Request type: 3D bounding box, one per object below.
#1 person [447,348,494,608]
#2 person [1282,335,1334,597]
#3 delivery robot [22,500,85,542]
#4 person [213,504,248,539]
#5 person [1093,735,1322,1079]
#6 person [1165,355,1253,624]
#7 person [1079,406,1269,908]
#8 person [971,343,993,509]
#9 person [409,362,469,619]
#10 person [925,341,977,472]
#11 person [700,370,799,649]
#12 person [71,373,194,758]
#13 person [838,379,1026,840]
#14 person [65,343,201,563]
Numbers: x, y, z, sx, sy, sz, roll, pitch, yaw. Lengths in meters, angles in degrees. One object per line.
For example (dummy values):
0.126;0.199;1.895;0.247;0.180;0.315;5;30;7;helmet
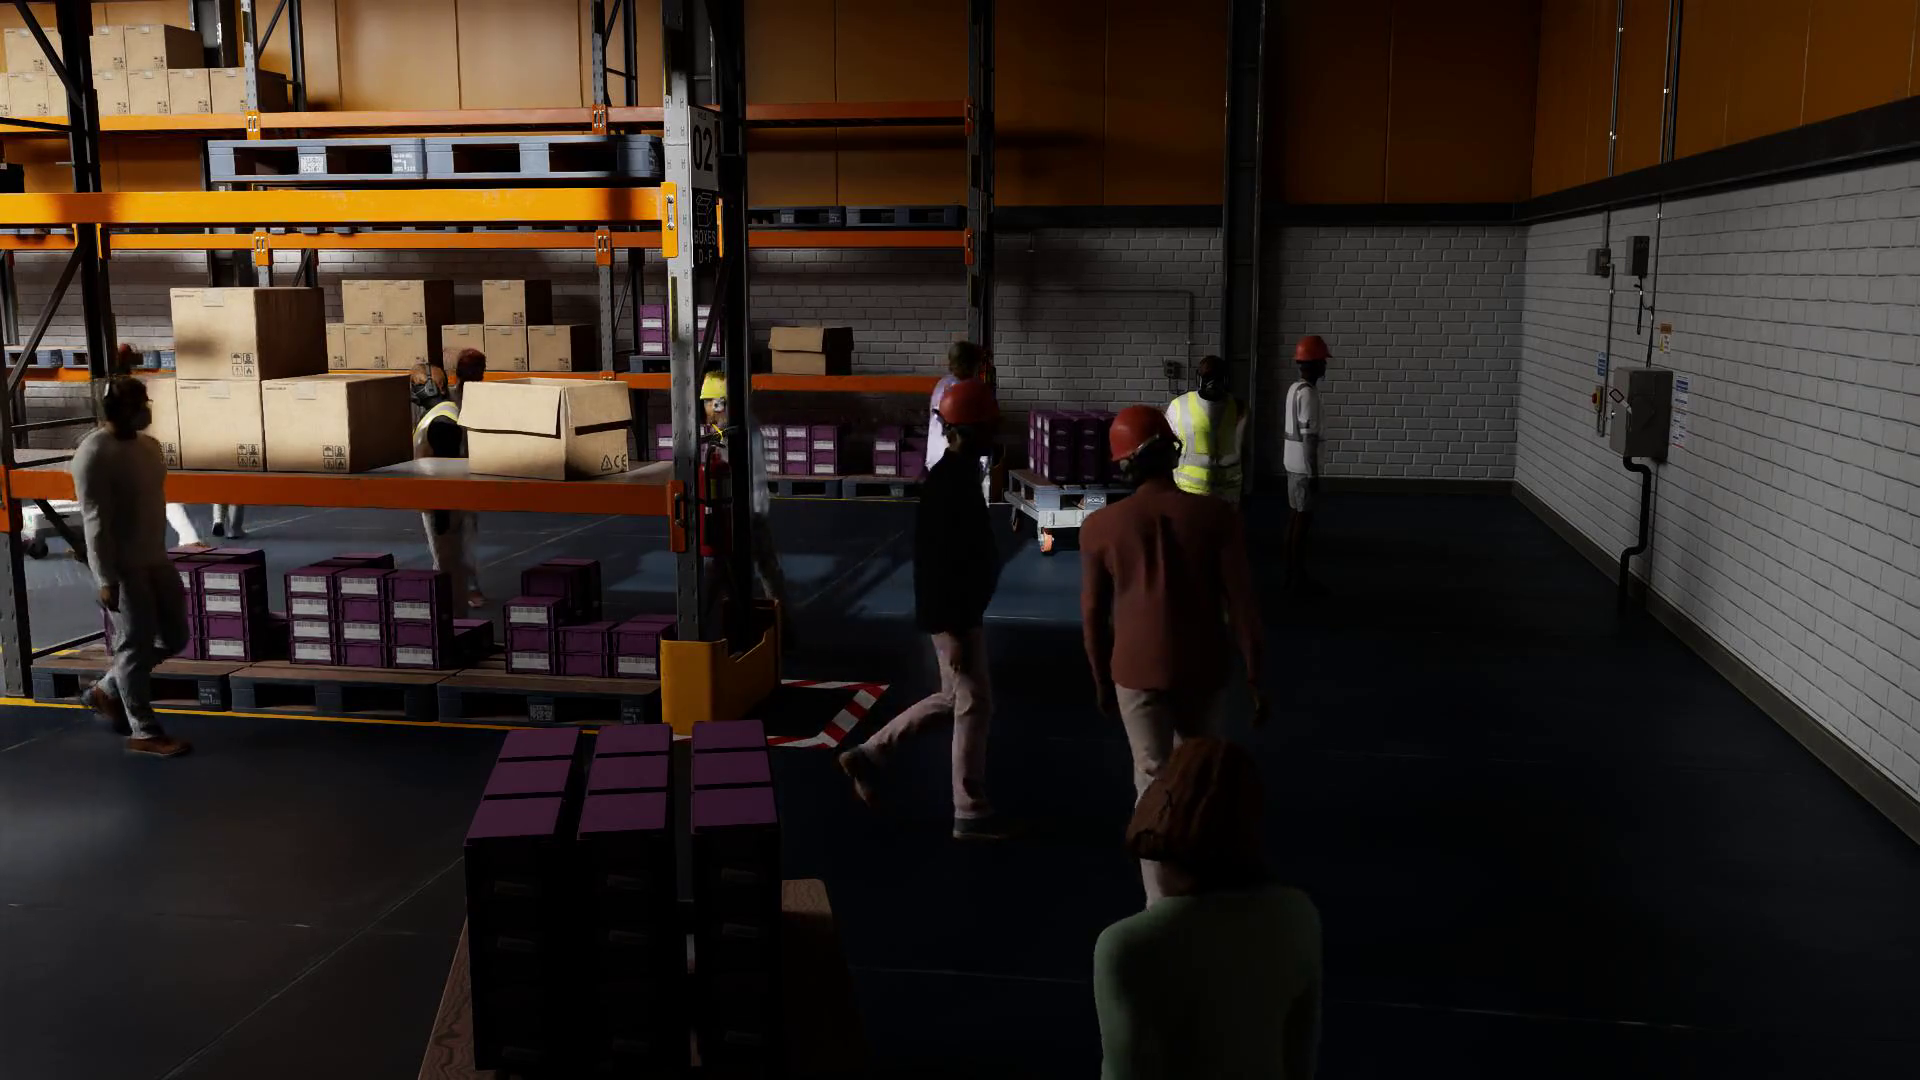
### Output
-3.500;-0.444;11.994;0.785;1.857;0.598;6;11;31;person
2.601;-0.553;12.423;0.349;1.940;0.551;0;9;0;person
-7.619;-0.196;14.204;0.707;0.478;0.477;-8;12;-41;delivery robot
-6.542;-0.955;15.067;0.588;1.891;0.455;-1;9;-6;person
0.453;1.153;2.883;0.517;1.597;0.487;-4;10;-26;person
1.705;-0.338;11.401;0.627;1.844;0.429;-1;9;-6;person
0.772;0.478;6.098;0.672;1.913;1.011;0;9;3;person
0.037;-0.554;12.637;0.377;1.892;0.715;-5;10;-26;person
-3.359;-0.222;10.708;0.429;1.837;0.629;-4;10;-22;person
-0.052;-0.487;12.096;0.453;1.916;0.687;-2;9;-12;person
-1.462;-0.178;10.586;0.968;1.779;0.617;4;10;21;person
-4.130;0.135;8.214;0.530;1.923;0.632;1;9;9;person
-0.114;0.305;7.013;0.712;1.975;0.627;0;9;-3;person
-6.853;-0.713;13.785;1.036;1.829;0.559;-4;10;-23;person
